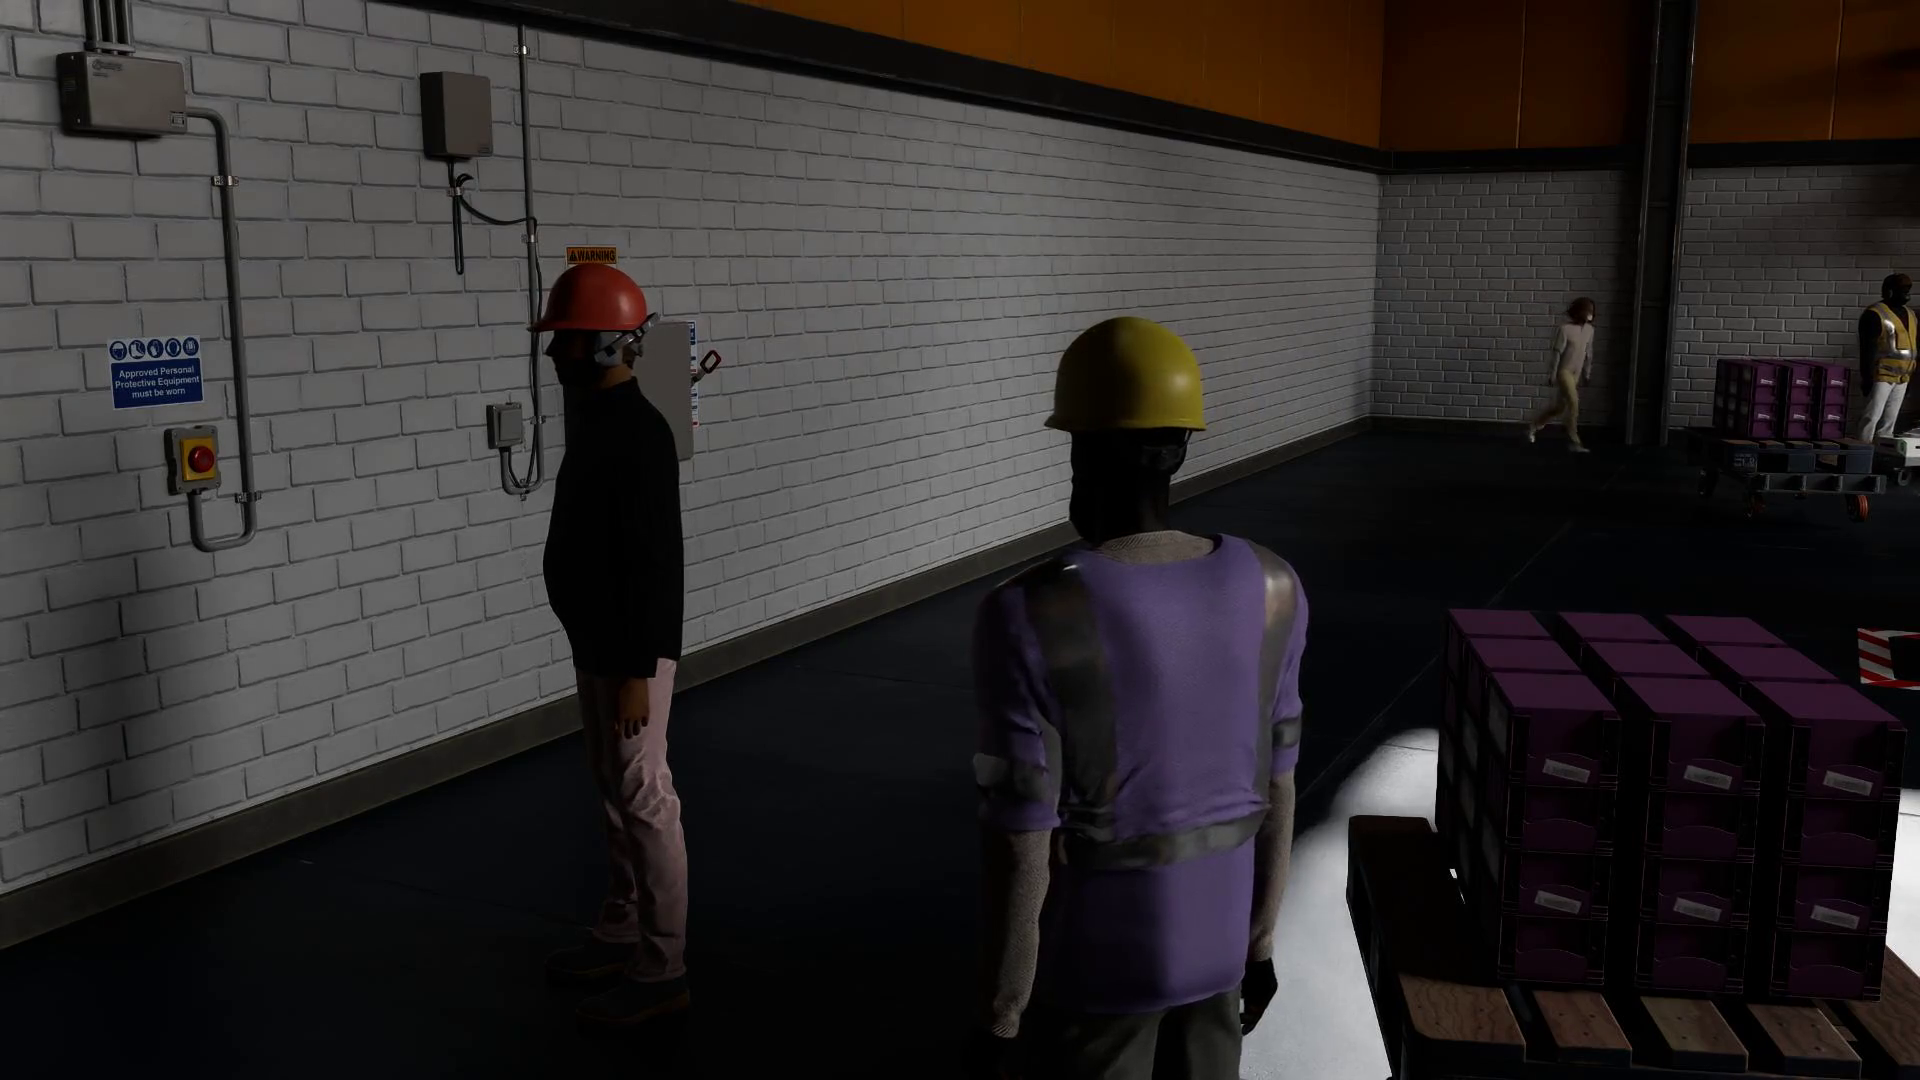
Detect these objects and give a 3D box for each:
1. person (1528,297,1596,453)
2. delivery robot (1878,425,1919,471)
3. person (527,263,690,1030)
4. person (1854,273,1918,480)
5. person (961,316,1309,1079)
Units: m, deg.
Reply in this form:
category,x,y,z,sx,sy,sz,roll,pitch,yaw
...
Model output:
category,x,y,z,sx,sy,sz,roll,pitch,yaw
person,6.199,-1.710,17.115,0.510,1.591,0.769,-7,12,-33
delivery robot,8.440,-0.806,14.565,0.707,0.478,0.477,-2,10,-8
person,-0.916,0.277,4.402,0.377,1.995,0.608,-5,11,-25
person,8.218,-1.432,14.740,0.626,1.843,0.430,-5,11,-27
person,0.257,0.624,2.590,0.590,1.926,0.388,-6,11,-30
